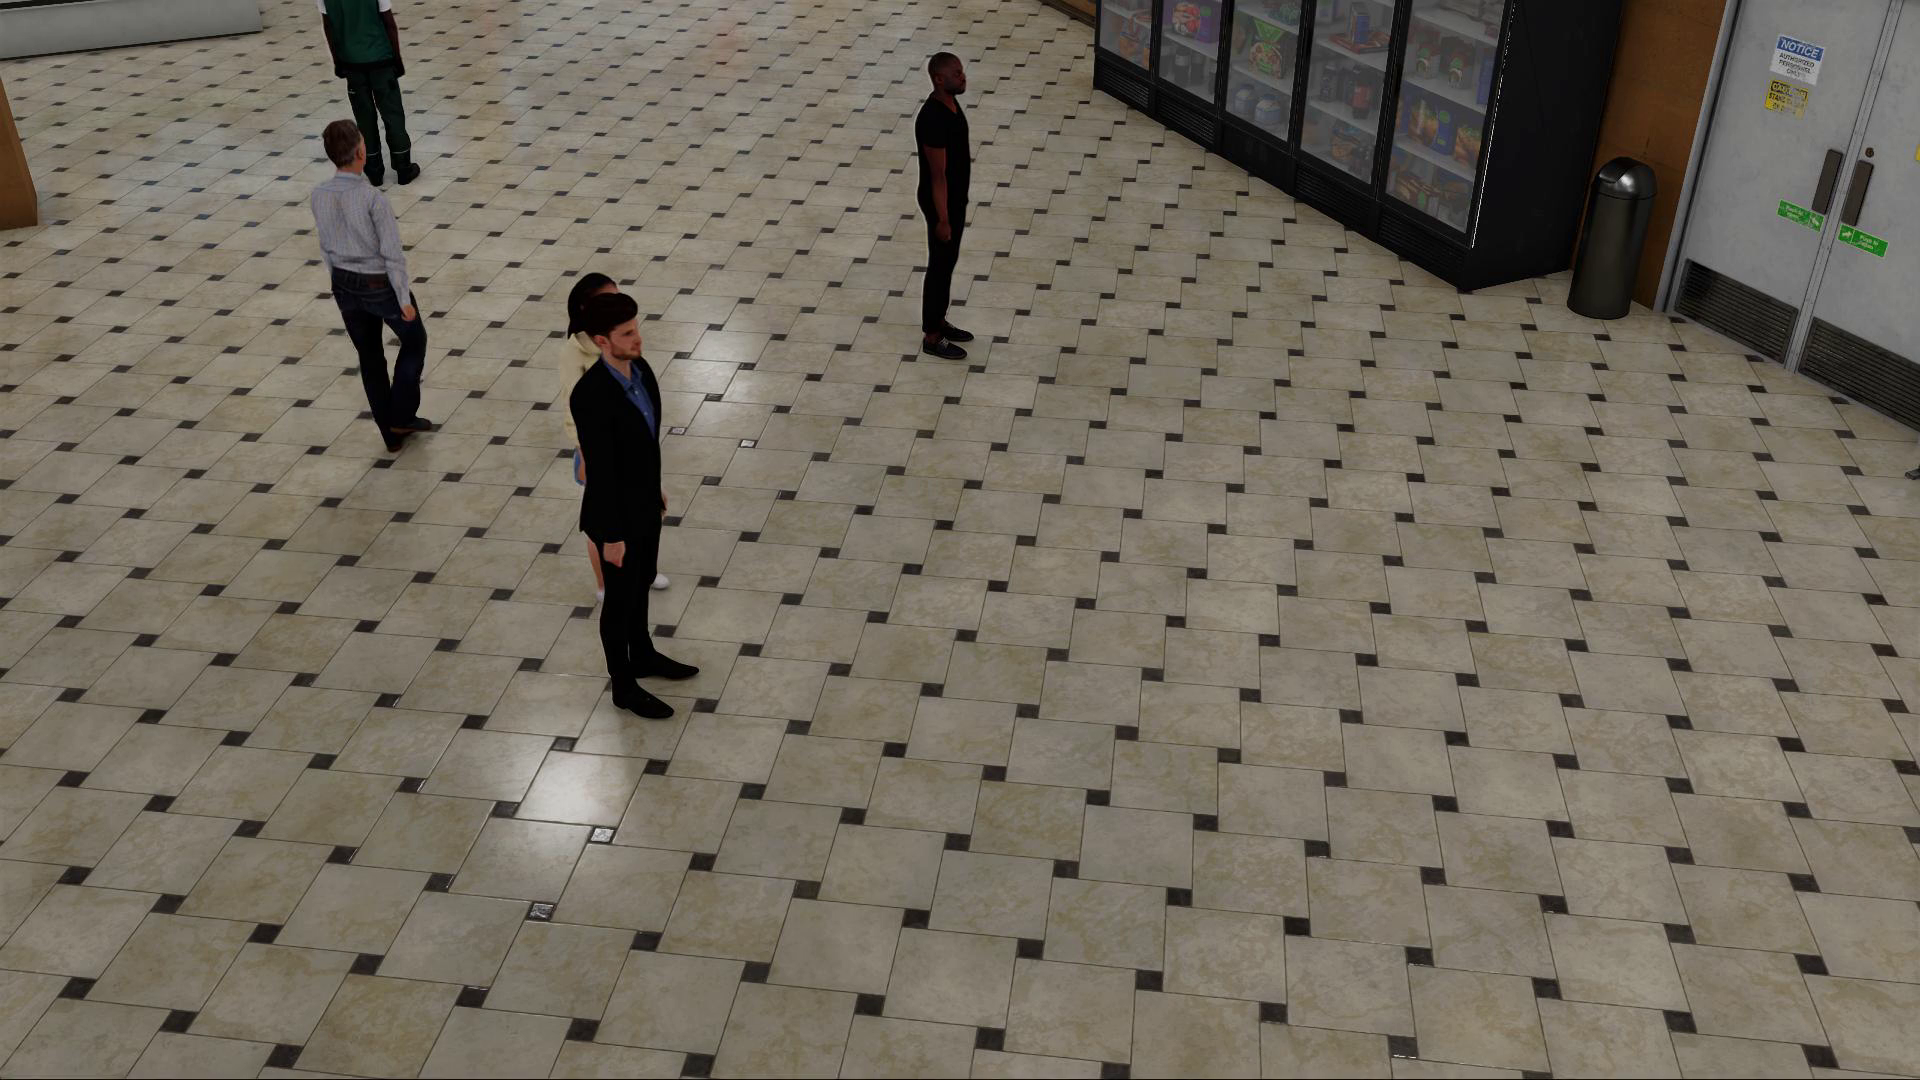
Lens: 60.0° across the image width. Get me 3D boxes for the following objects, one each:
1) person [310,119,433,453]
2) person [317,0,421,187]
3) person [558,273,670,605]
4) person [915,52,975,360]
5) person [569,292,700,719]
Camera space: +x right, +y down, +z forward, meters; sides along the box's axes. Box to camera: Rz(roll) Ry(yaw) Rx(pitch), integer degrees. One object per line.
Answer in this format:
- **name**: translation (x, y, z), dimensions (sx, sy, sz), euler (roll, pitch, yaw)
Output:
- **person**: translation (-3.136, -1.281, 8.738), dimensions (0.767, 1.811, 0.849), euler (7, 33, 11)
- **person**: translation (-4.401, -3.552, 12.362), dimensions (0.661, 1.840, 0.816), euler (-4, 32, -6)
- **person**: translation (-1.590, -0.453, 7.578), dimensions (0.776, 1.631, 0.654), euler (21, 38, 30)
- **person**: translation (-0.096, -1.982, 9.857), dimensions (0.760, 1.819, 0.746), euler (5, 32, 9)
- **person**: translation (-1.373, -0.149, 6.844), dimensions (0.816, 1.891, 0.783), euler (7, 33, 11)
